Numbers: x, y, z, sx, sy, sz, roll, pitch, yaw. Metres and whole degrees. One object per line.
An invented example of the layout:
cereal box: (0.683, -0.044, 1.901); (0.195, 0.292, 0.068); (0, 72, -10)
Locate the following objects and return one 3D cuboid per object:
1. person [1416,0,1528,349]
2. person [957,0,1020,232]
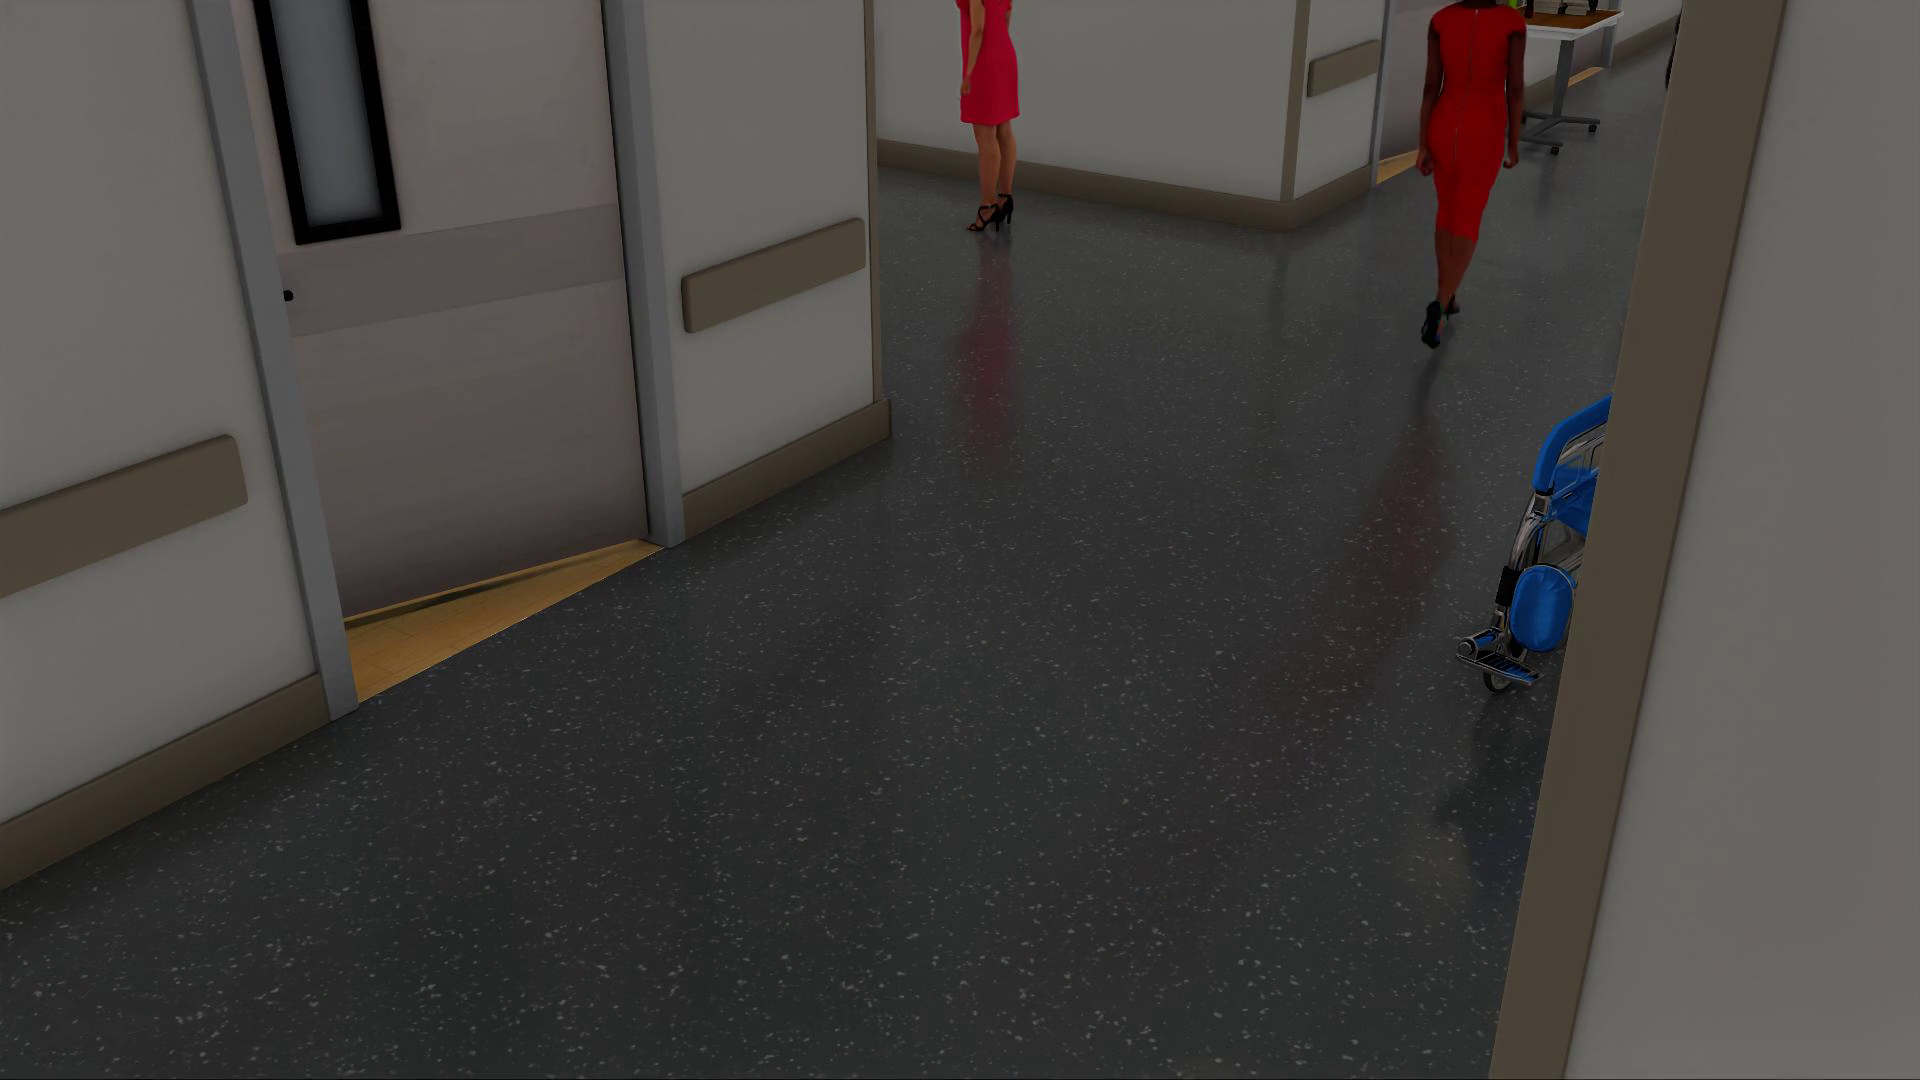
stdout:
person: (2.167, -1.659, 7.159); (0.607, 1.706, 1.083); (15, 29, 28)
person: (0.168, -2.553, 8.989); (0.631, 1.728, 0.481); (15, 30, 29)
